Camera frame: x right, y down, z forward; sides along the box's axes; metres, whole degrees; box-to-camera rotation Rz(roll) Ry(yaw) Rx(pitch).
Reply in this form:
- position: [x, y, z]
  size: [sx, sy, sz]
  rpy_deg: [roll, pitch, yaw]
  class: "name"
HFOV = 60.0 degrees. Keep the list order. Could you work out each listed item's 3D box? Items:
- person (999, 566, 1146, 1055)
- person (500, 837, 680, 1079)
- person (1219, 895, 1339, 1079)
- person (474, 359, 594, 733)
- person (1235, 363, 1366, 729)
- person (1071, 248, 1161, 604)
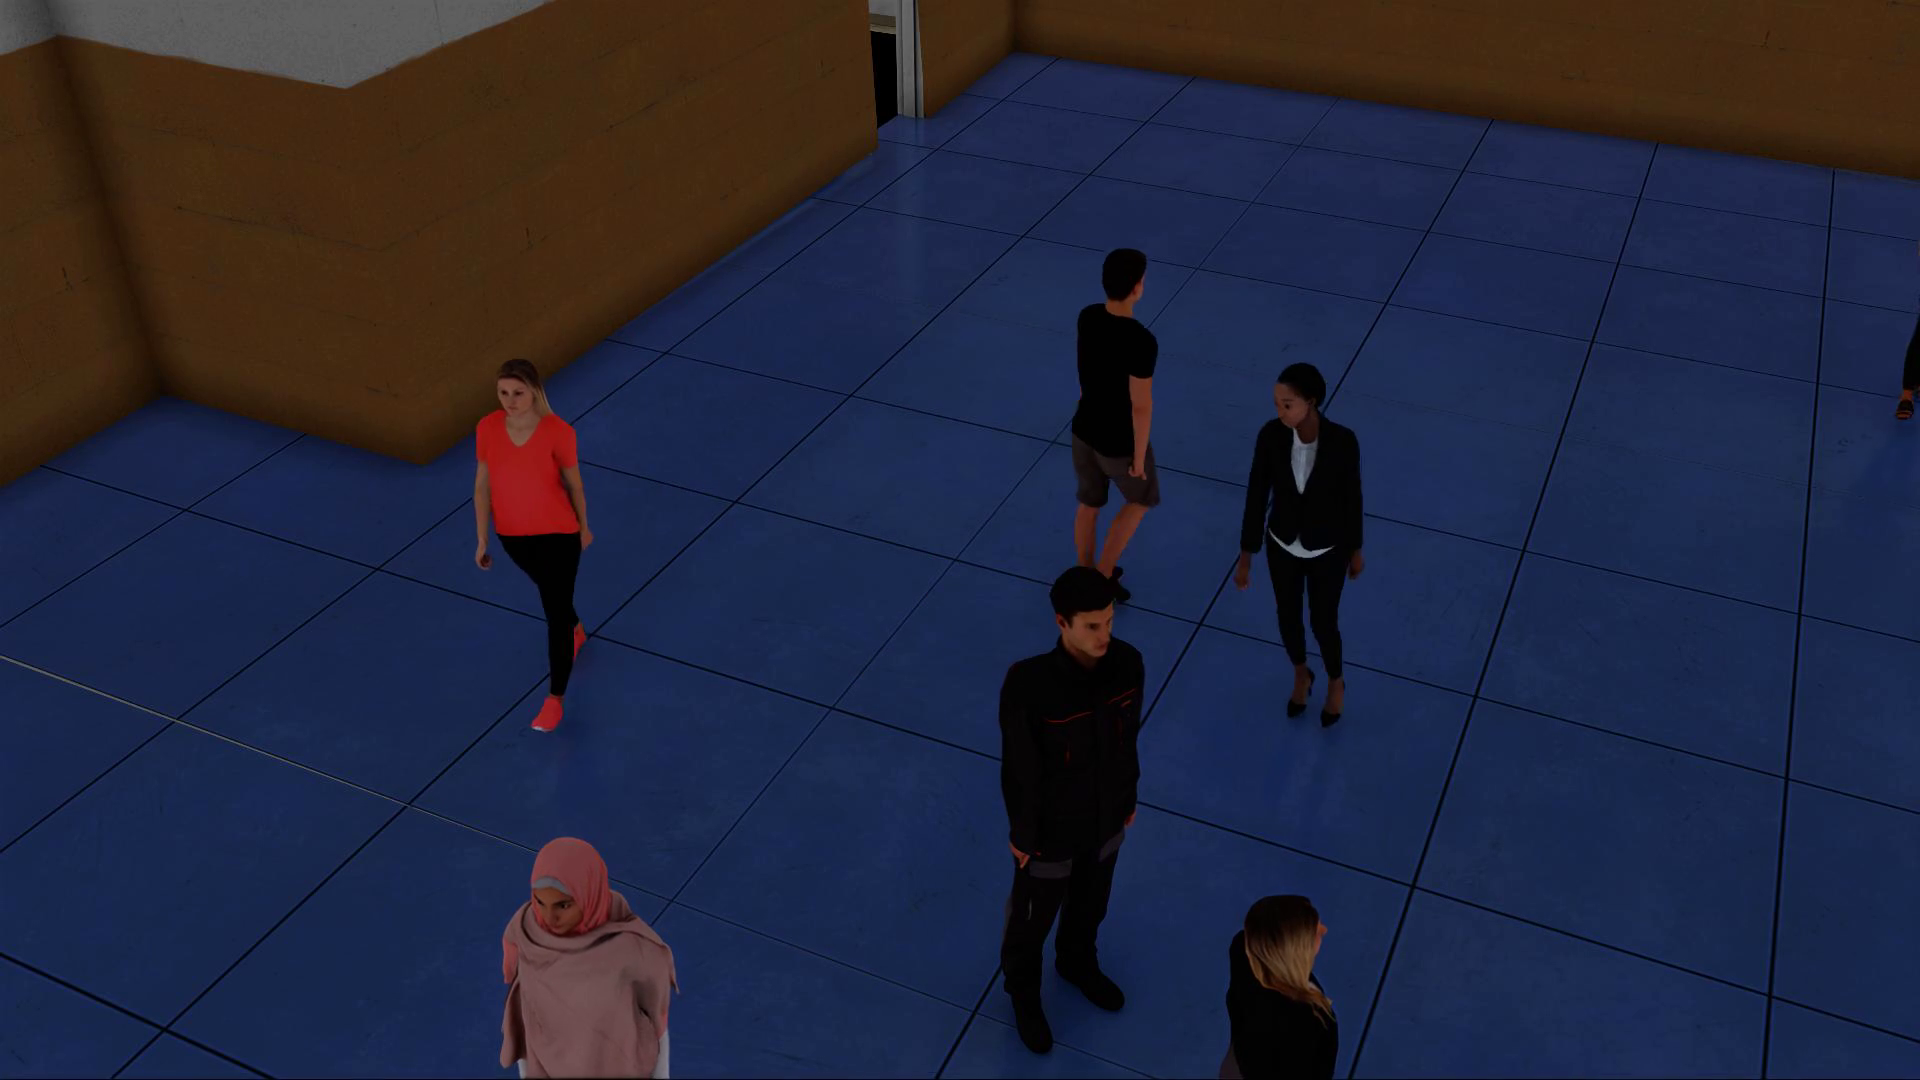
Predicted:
- position: [0.372, 0.904, 5.679]
  size: [0.789, 1.944, 0.791]
  rpy_deg: [-20, 38, -27]
  class: "person"
- position: [-1.054, 1.563, 4.816]
  size: [0.645, 1.804, 0.767]
  rpy_deg: [3, 34, 5]
  class: "person"
- position: [0.867, 1.643, 4.815]
  size: [0.724, 1.672, 0.673]
  rpy_deg: [-10, 35, -14]
  class: "person"
- position: [-1.842, -0.070, 7.408]
  size: [1.057, 1.652, 0.820]
  rpy_deg: [7, 34, 10]
  class: "person"
- position: [1.507, 0.049, 7.096]
  size: [0.543, 1.800, 0.710]
  rpy_deg: [7, 34, 10]
  class: "person"
- position: [0.644, -0.474, 7.835]
  size: [0.822, 1.852, 0.725]
  rpy_deg: [-28, 43, -36]
  class: "person"
